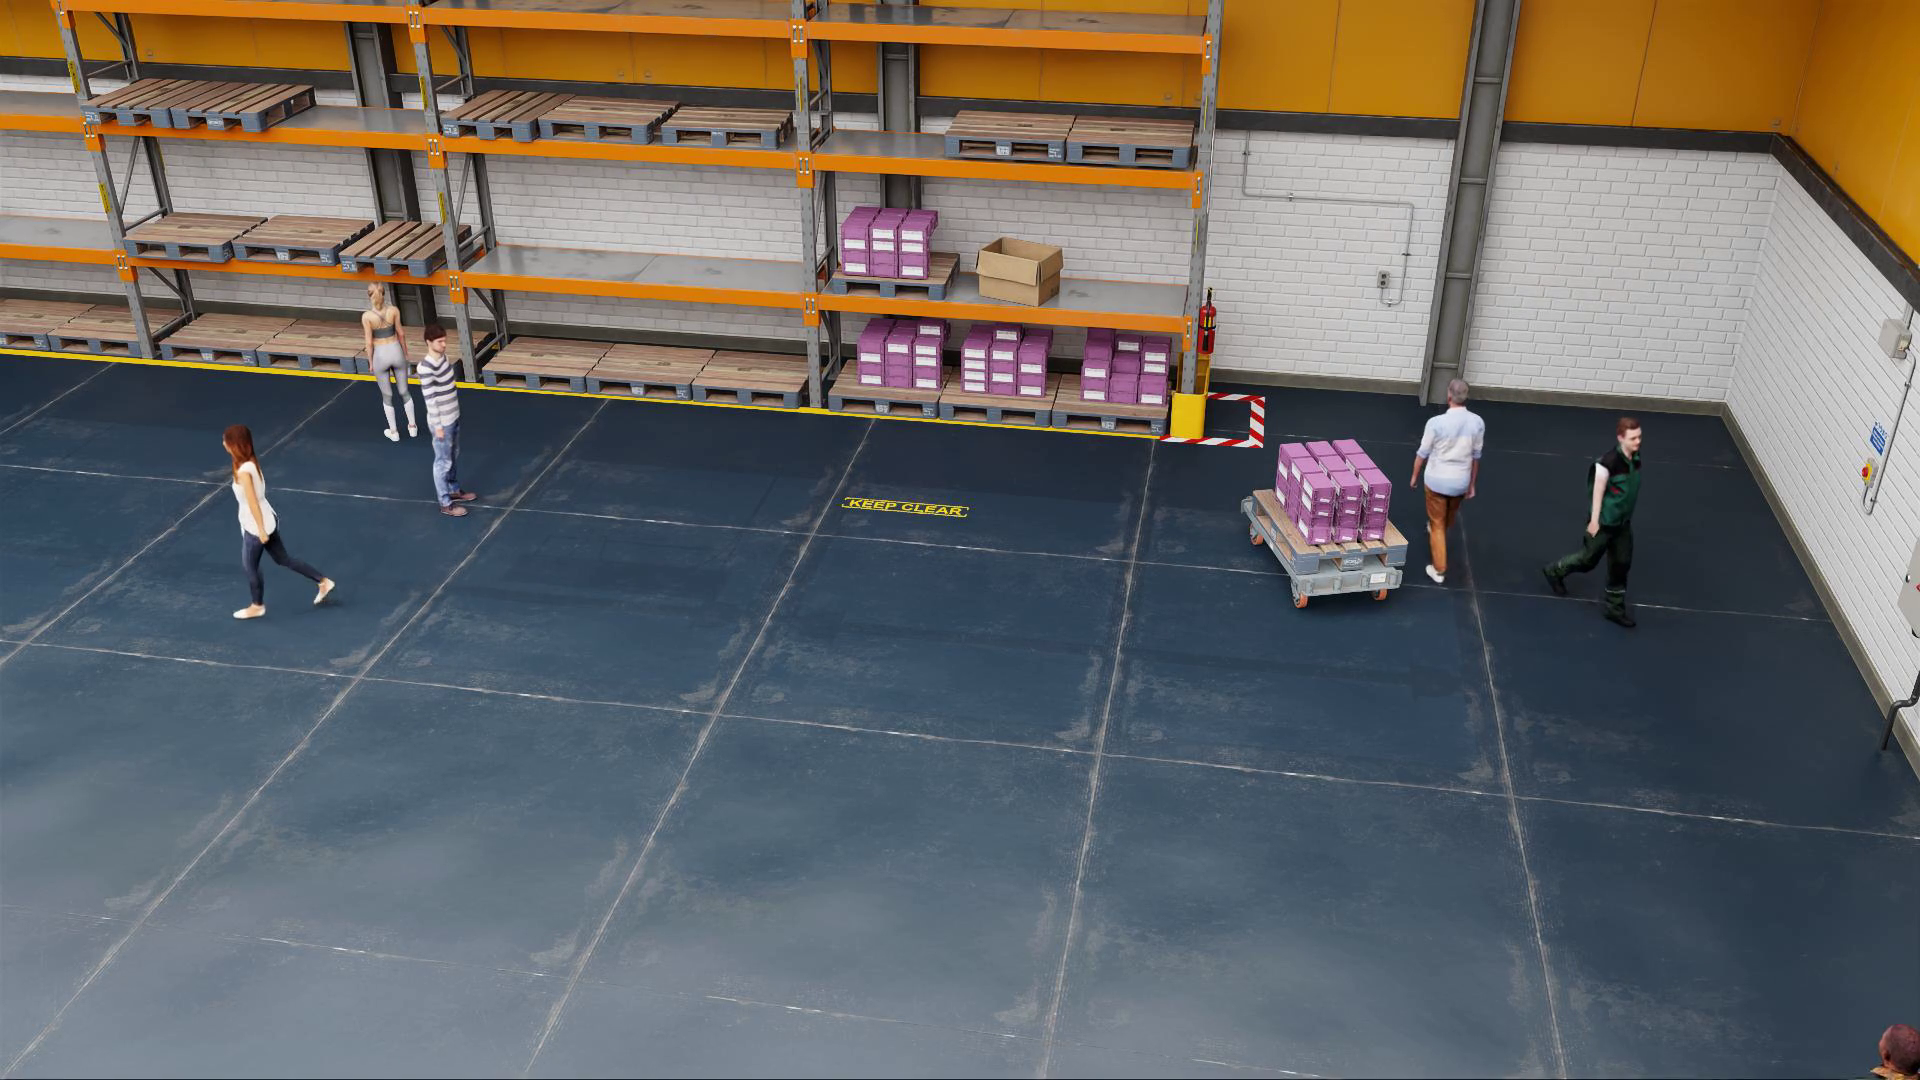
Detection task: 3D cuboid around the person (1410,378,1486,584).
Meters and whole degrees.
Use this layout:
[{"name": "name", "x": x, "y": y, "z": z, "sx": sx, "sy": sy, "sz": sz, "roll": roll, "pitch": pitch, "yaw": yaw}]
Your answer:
[{"name": "person", "x": 4.270, "y": -0.475, "z": 14.486, "sx": 1.130, "sy": 1.781, "sz": 0.941, "roll": -2, "pitch": 29, "yaw": -3}]

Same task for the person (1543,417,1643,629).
[{"name": "person", "x": 5.372, "y": -0.194, "z": 13.941, "sx": 1.151, "sy": 1.810, "sz": 1.177, "roll": -16, "pitch": 33, "yaw": -27}]

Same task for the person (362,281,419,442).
[{"name": "person", "x": -5.866, "y": -1.846, "z": 17.080, "sx": 0.661, "sy": 1.704, "sz": 0.724, "roll": -18, "pitch": 33, "yaw": -29}]

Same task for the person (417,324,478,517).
[{"name": "person", "x": -4.875, "y": -1.152, "z": 15.656, "sx": 0.552, "sy": 1.849, "sz": 0.663, "roll": 3, "pitch": 29, "yaw": 5}]

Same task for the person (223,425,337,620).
[{"name": "person", "x": -5.748, "y": -0.147, "z": 13.914, "sx": 1.157, "sy": 1.753, "sz": 0.919, "roll": -8, "pitch": 30, "yaw": -14}]
